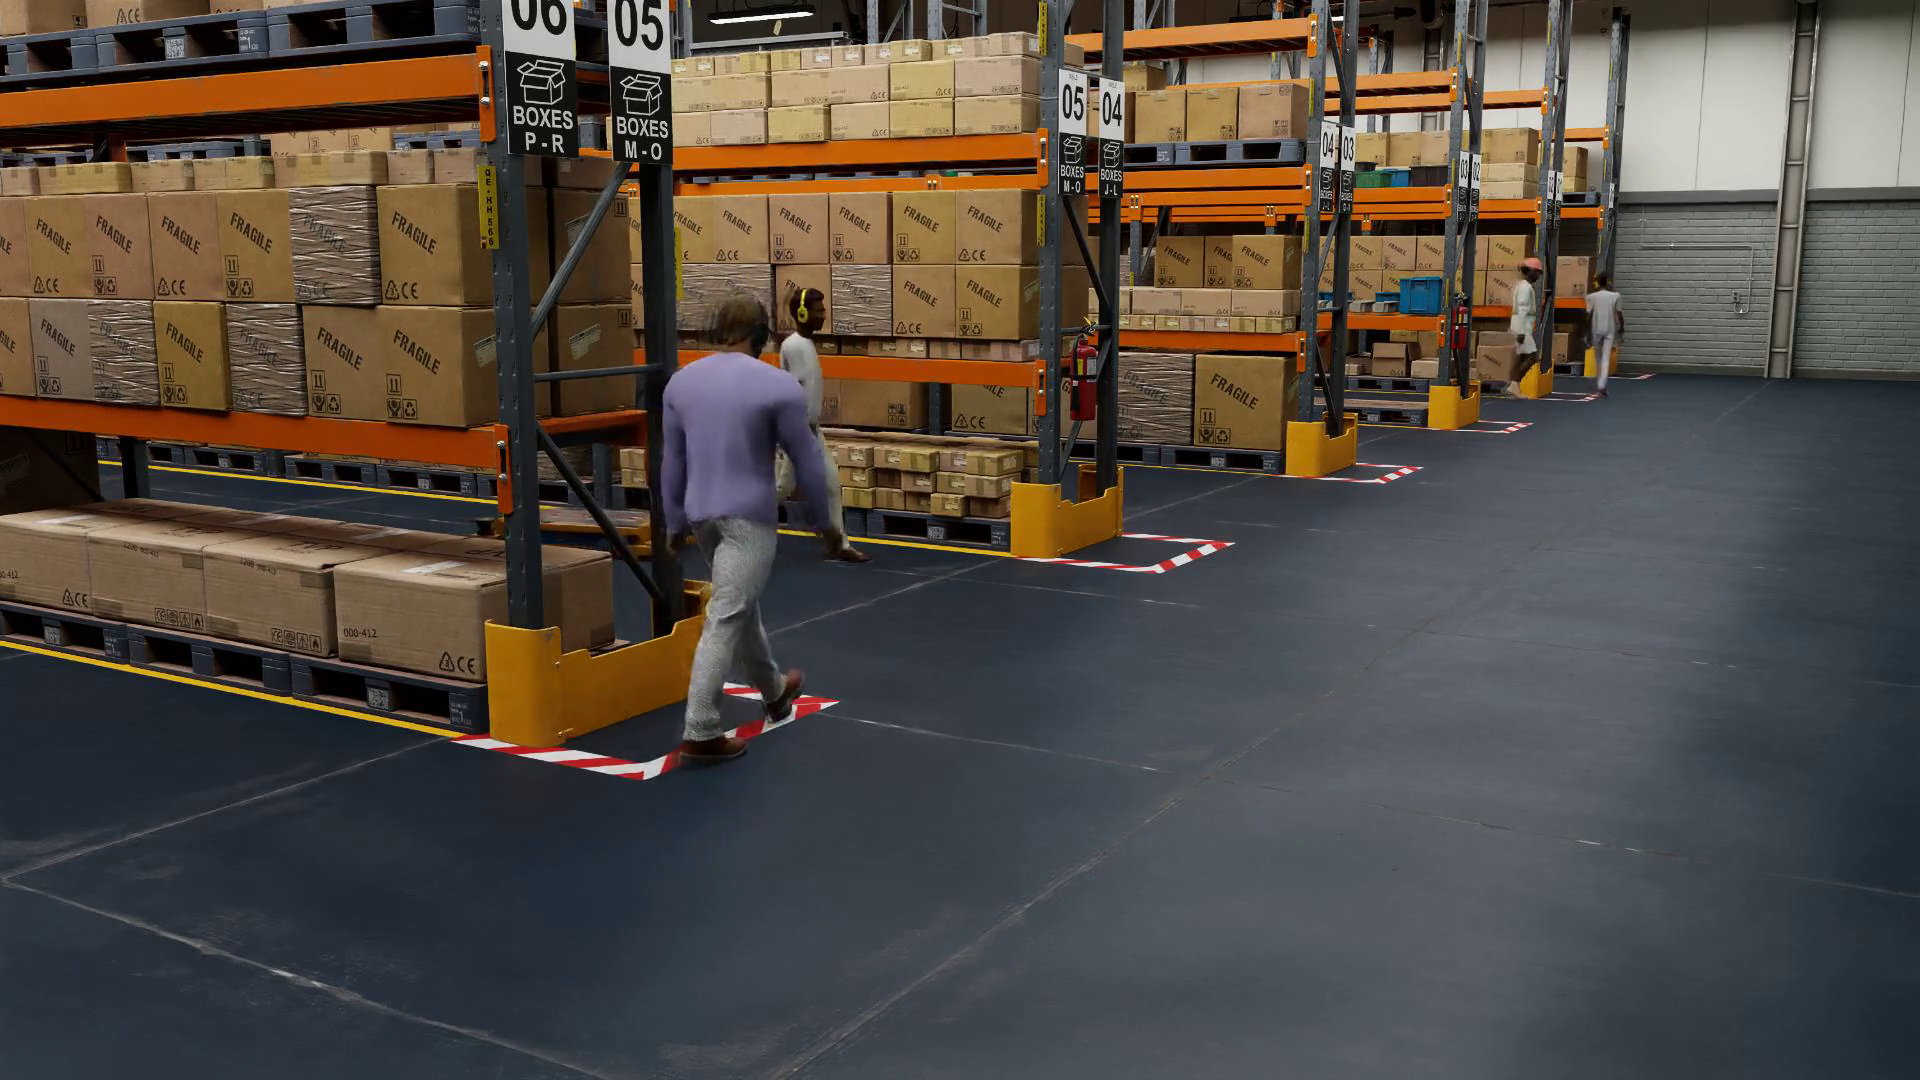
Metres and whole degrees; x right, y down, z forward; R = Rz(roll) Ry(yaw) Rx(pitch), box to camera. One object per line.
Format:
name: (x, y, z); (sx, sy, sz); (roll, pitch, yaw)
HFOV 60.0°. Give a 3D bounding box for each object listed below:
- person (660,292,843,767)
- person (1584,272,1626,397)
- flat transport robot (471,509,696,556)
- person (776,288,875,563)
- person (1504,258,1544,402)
person: (-0.872, -0.072, 6.870); (0.657, 1.870, 1.029); (5, 11, 28)
person: (9.354, -2.974, 24.147); (0.591, 1.808, 1.018); (5, 11, 26)
flat transport robot: (-2.597, -0.068, 11.553); (1.431, 0.197, 0.652); (3, 10, 17)
person: (-1.082, -0.741, 10.954); (0.935, 1.833, 0.520); (2, 10, 14)
person: (7.868, -2.912, 23.149); (0.424, 2.000, 0.650); (3, 10, 16)
